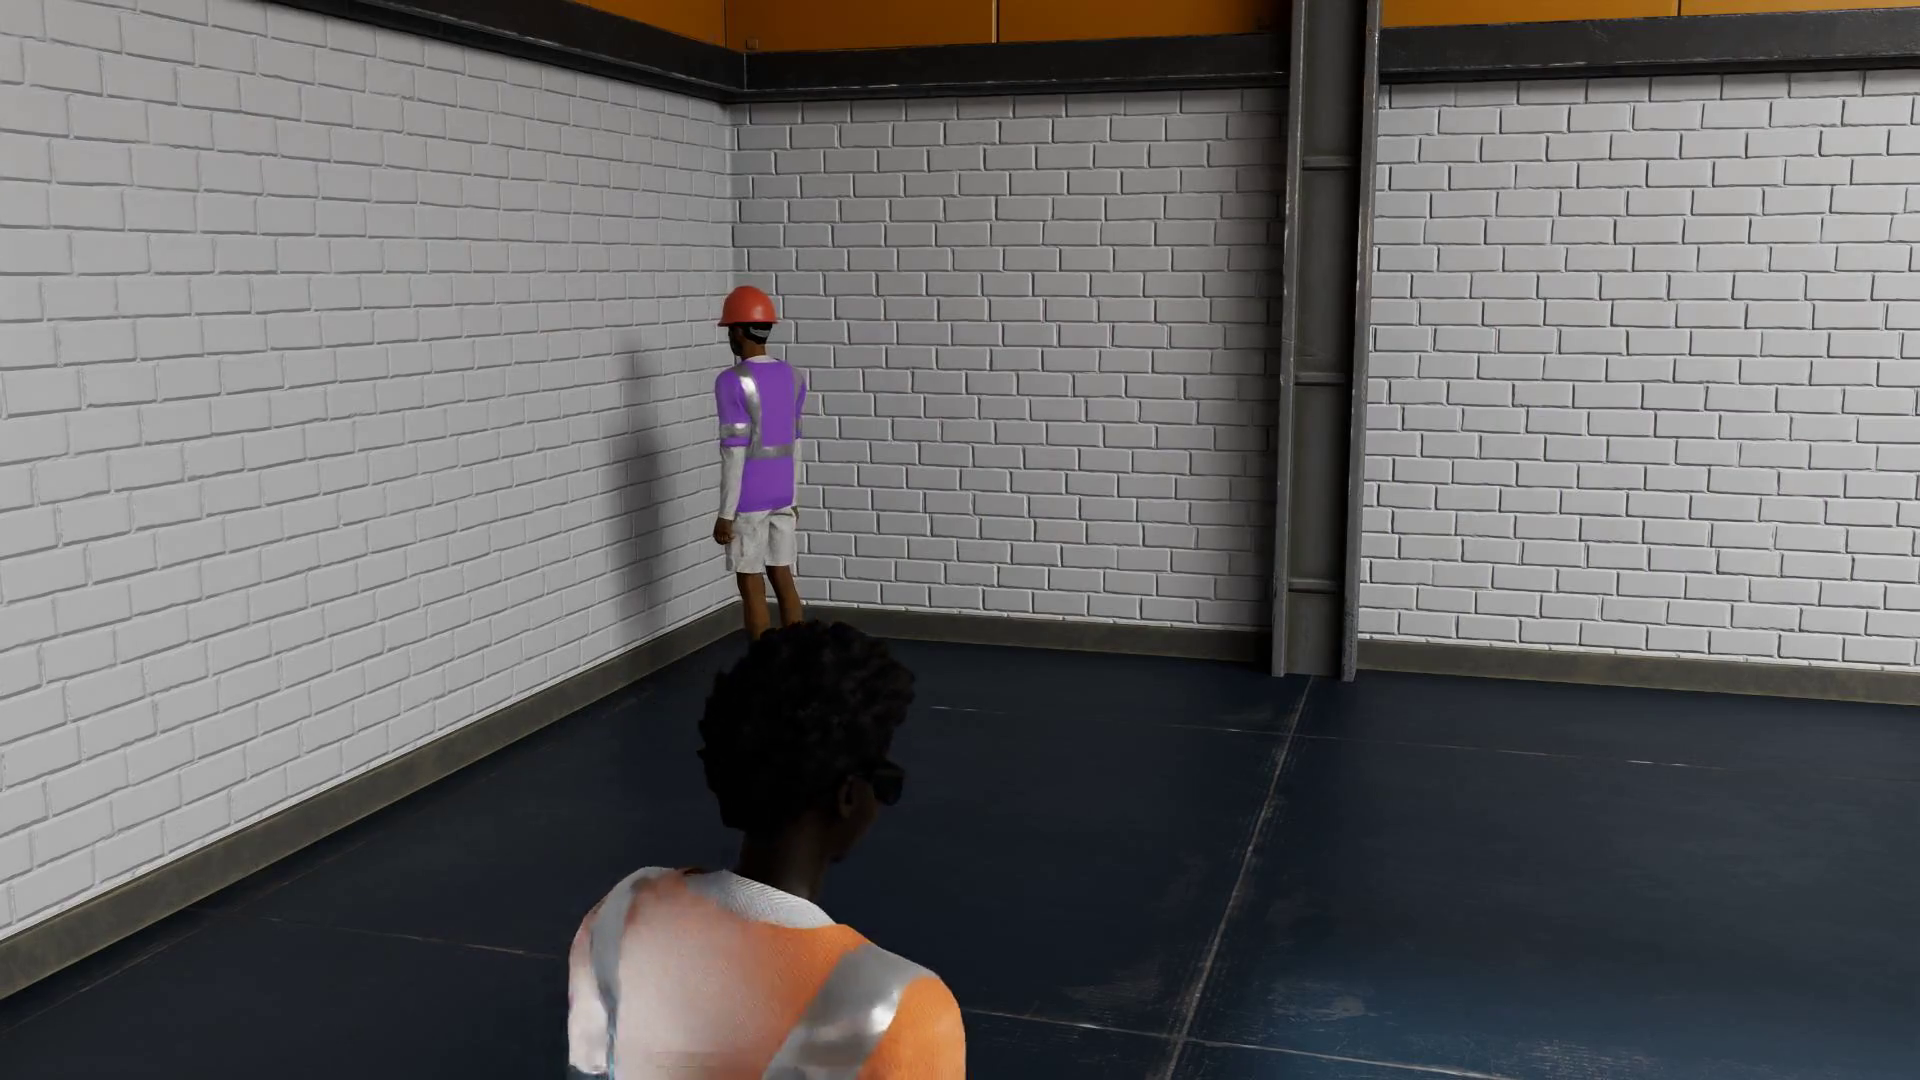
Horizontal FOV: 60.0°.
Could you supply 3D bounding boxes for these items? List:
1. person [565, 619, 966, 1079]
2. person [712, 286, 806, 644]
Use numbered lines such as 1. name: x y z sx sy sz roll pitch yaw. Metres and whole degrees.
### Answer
1. person: -0.214 0.907 1.839 0.760 1.648 0.542 -9 13 -44
2. person: -0.952 -0.195 7.679 0.373 1.934 0.552 6 11 32
